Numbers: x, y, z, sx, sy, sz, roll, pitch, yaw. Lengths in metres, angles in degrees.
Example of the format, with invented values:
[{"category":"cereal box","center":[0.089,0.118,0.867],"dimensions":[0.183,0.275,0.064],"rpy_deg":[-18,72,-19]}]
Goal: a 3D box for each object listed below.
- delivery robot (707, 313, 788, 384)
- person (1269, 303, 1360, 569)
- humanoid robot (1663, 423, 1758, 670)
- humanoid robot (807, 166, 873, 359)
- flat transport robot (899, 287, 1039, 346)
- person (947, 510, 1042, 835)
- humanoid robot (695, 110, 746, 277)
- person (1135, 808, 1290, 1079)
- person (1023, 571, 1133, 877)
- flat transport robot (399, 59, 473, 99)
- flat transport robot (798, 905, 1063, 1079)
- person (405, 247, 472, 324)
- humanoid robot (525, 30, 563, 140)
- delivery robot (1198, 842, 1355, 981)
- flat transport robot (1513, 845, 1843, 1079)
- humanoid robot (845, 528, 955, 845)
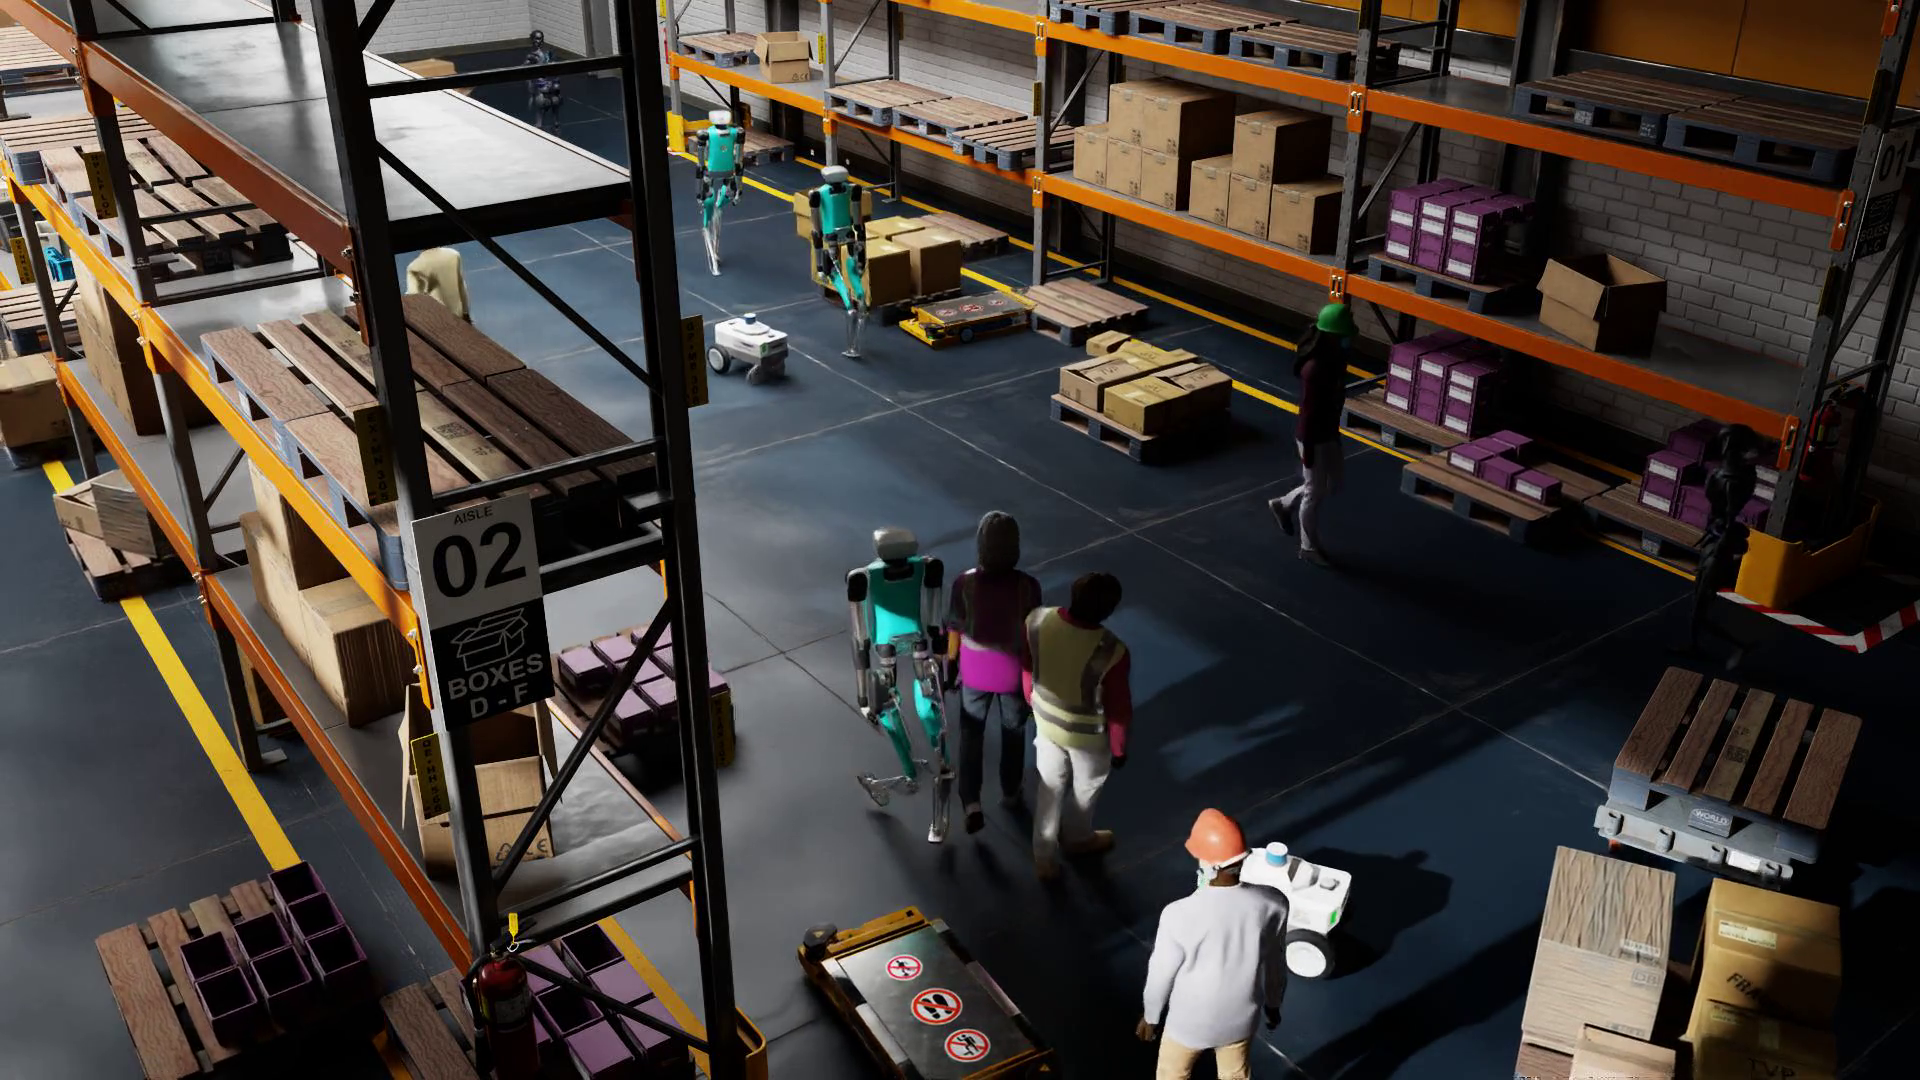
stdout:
[{"category":"delivery robot","center":[-1.920,-1.782,15.207],"dimensions":[0.761,0.590,0.499],"rpy_deg":[21,34,36]},{"category":"person","center":[2.478,-0.752,11.631],"dimensions":[0.557,1.939,0.491],"rpy_deg":[20,33,34]},{"category":"humanoid robot","center":[4.797,0.045,10.325],"dimensions":[0.504,1.641,0.608],"rpy_deg":[7,28,13]},{"category":"humanoid robot","center":[-1.011,-2.488,15.351],"dimensions":[0.531,1.814,0.793],"rpy_deg":[-14,30,-25]},{"category":"flat transport robot","center":[0.181,-2.195,16.354],"dimensions":[1.431,0.231,0.659],"rpy_deg":[-15,30,-27]},{"category":"person","center":[0.190,0.719,8.820],"dimensions":[0.527,1.832,0.683],"rpy_deg":[1,27,2]},{"category":"humanoid robot","center":[-2.633,-3.768,17.859],"dimensions":[0.550,1.768,0.819],"rpy_deg":[-12,29,-23]},{"category":"person","center":[0.999,1.851,6.671],"dimensions":[0.620,1.738,0.406],"rpy_deg":[-10,28,-19]},{"category":"person","center":[0.572,0.935,8.426],"dimensions":[0.684,1.800,0.644],"rpy_deg":[17,31,30]},{"category":"flat transport robot","center":[-7.755,-6.126,24.172],"dimensions":[0.659,0.231,1.431],"rpy_deg":[0,27,1]},{"category":"flat transport robot","center":[-0.154,2.181,7.650],"dimensions":[0.659,0.231,1.431],"rpy_deg":[-14,30,-26]},{"category":"person","center":[-4.454,-1.908,14.147],"dimensions":[0.465,1.733,0.577],"rpy_deg":[11,29,21]},{"category":"humanoid robot","center":[-5.546,-5.999,22.342],"dimensions":[0.380,1.637,0.588],"rpy_deg":[14,30,26]},{"category":"delivery robot","center":[1.563,1.777,8.156],"dimensions":[0.785,0.613,0.524],"rpy_deg":[11,29,21]},{"category":"flat transport robot","center":[3.024,2.419,7.177],"dimensions":[0.659,0.231,1.431],"rpy_deg":[11,29,21]},{"category":"humanoid robot","center":[-0.237,0.845,8.674],"dimensions":[0.530,1.723,0.979],"rpy_deg":[-10,29,-20]}]
